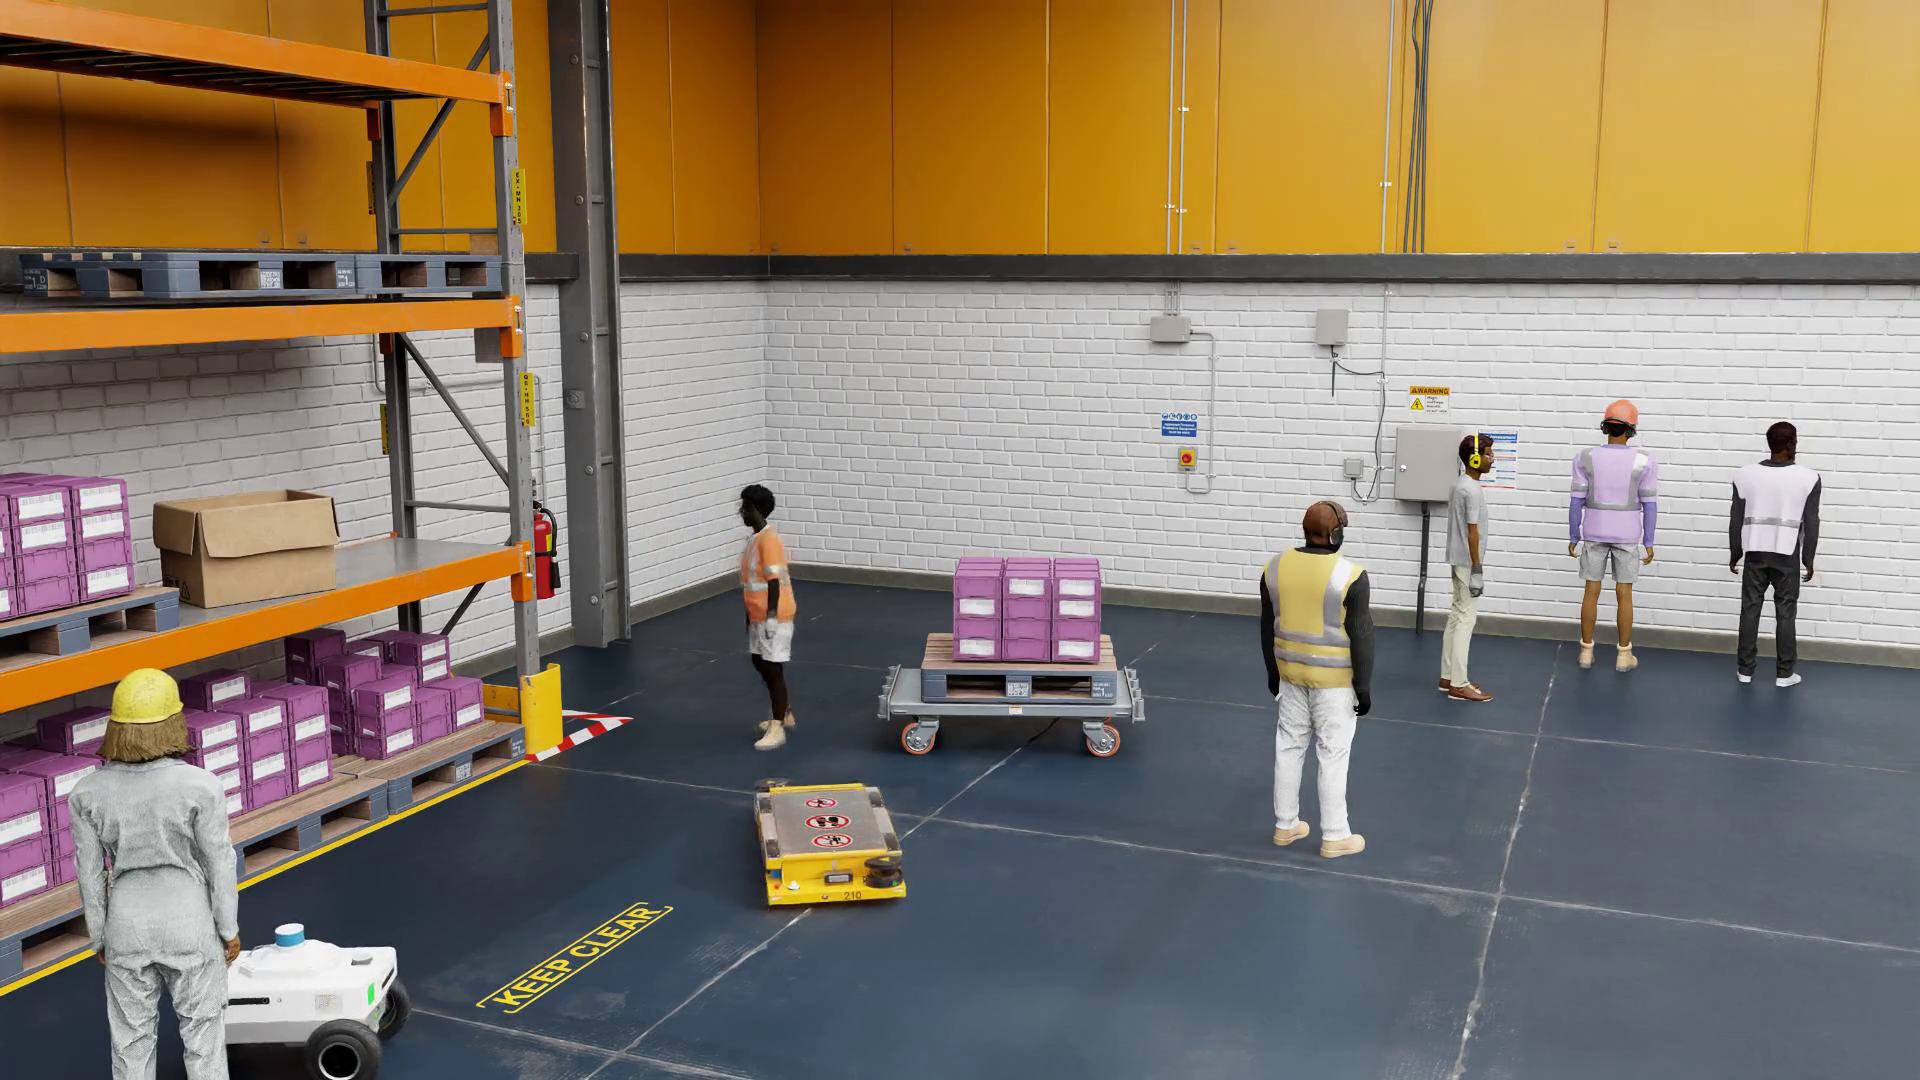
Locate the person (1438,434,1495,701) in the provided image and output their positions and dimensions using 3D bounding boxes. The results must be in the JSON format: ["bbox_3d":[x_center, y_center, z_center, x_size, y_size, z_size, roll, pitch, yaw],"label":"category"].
[{"bbox_3d":[3.578,0.186,11.676,0.316,1.870,0.532,0,9,2],"label":"person"}]

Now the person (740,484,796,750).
[{"bbox_3d":[-1.191,0.483,10.517,0.378,1.665,0.582,-4,10,-22],"label":"person"}]

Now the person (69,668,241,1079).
[{"bbox_3d":[-2.611,1.275,5.459,0.487,1.744,0.294,-1,9,-8],"label":"person"}]

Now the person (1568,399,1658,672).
[{"bbox_3d":[4.901,-0.037,12.502,0.616,2.041,0.382,5,11,28],"label":"person"}]

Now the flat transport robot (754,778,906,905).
[{"bbox_3d":[-0.694,1.506,8.509,0.652,0.197,1.431,-2,10,-10],"label":"flat transport robot"}]

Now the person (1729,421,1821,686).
[{"bbox_3d":[5.874,0.103,12.039,0.590,1.917,0.397,7,12,35],"label":"person"}]

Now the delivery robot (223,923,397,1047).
[{"bbox_3d":[-2.509,1.689,6.258,0.707,0.478,0.477,-1,9,-4],"label":"delivery robot"}]

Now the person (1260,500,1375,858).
[{"bbox_3d":[1.859,0.709,8.594,0.635,1.840,0.429,9,13,43],"label":"person"}]
